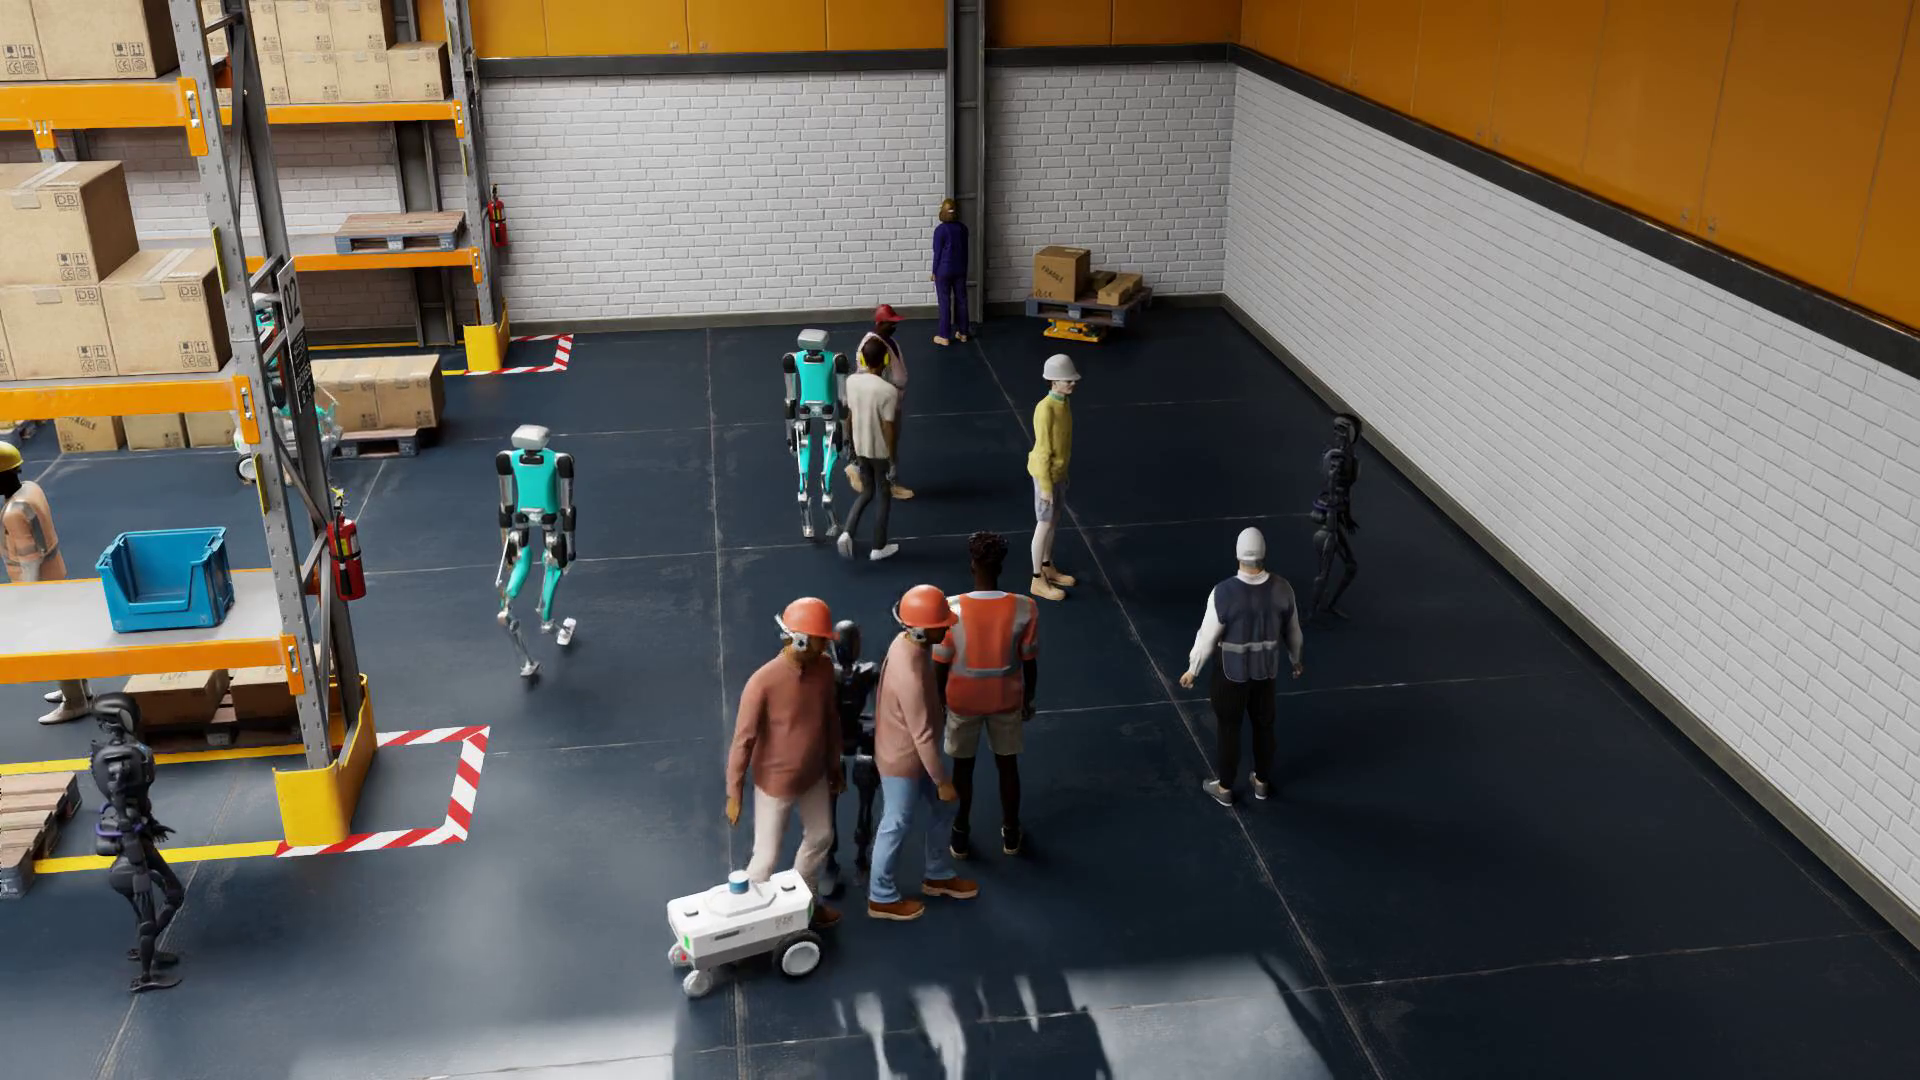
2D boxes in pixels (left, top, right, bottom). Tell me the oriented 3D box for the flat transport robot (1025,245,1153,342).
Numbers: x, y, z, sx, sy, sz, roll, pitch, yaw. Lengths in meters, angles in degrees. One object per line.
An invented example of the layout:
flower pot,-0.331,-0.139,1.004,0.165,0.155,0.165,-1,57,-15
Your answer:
flat transport robot,1.531,-2.586,19.288,0.659,0.231,1.431,10,26,22

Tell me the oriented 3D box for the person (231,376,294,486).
person,-6.187,-1.325,14.507,0.643,1.819,0.600,-9,25,-20

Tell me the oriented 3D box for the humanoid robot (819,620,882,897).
humanoid robot,-0.588,1.170,8.993,0.585,1.651,0.346,-2,24,-5

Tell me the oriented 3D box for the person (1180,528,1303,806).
person,1.681,0.759,9.816,0.756,1.756,0.444,-5,24,-12

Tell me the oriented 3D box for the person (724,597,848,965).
person,-0.916,1.229,8.537,0.399,1.942,0.795,19,30,37

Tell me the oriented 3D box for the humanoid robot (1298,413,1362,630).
humanoid robot,2.682,-0.126,11.930,0.369,1.644,0.589,10,26,21

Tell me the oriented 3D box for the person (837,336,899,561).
person,-0.700,-0.664,12.949,0.530,1.843,0.544,15,28,31

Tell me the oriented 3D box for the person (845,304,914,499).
person,-0.680,-1.162,14.210,0.494,1.741,0.639,8,25,17

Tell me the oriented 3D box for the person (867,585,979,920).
person,-0.163,1.130,8.709,0.751,1.965,0.603,2,24,4

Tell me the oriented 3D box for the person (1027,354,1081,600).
person,0.696,-0.490,12.498,0.398,1.891,0.473,10,26,21

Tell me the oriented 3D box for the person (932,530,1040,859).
person,0.141,0.874,9.315,0.606,1.957,0.391,-3,24,-7

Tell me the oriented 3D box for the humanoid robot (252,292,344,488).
humanoid robot,-5.724,-1.237,14.482,0.815,1.832,0.551,4,24,9

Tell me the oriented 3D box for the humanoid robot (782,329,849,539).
humanoid robot,-1.157,-0.782,13.185,0.533,1.677,0.735,2,24,4

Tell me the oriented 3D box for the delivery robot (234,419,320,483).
delivery robot,-6.151,-0.848,14.989,0.808,0.607,0.499,-7,25,-15

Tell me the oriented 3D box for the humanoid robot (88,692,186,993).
humanoid robot,-4.089,1.500,8.225,0.350,1.639,0.601,-8,25,-18

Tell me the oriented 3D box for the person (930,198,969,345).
person,-0.121,-2.992,18.523,0.461,1.621,0.350,-14,27,-29

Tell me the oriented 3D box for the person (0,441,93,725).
person,-5.974,0.271,10.719,0.381,1.924,0.592,-8,25,-17

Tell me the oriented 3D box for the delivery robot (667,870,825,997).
delivery robot,-1.125,1.972,8.535,0.759,0.583,0.499,-10,26,-22

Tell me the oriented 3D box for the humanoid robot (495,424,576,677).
humanoid robot,-2.897,0.136,11.276,0.543,1.746,1.013,1,24,3
